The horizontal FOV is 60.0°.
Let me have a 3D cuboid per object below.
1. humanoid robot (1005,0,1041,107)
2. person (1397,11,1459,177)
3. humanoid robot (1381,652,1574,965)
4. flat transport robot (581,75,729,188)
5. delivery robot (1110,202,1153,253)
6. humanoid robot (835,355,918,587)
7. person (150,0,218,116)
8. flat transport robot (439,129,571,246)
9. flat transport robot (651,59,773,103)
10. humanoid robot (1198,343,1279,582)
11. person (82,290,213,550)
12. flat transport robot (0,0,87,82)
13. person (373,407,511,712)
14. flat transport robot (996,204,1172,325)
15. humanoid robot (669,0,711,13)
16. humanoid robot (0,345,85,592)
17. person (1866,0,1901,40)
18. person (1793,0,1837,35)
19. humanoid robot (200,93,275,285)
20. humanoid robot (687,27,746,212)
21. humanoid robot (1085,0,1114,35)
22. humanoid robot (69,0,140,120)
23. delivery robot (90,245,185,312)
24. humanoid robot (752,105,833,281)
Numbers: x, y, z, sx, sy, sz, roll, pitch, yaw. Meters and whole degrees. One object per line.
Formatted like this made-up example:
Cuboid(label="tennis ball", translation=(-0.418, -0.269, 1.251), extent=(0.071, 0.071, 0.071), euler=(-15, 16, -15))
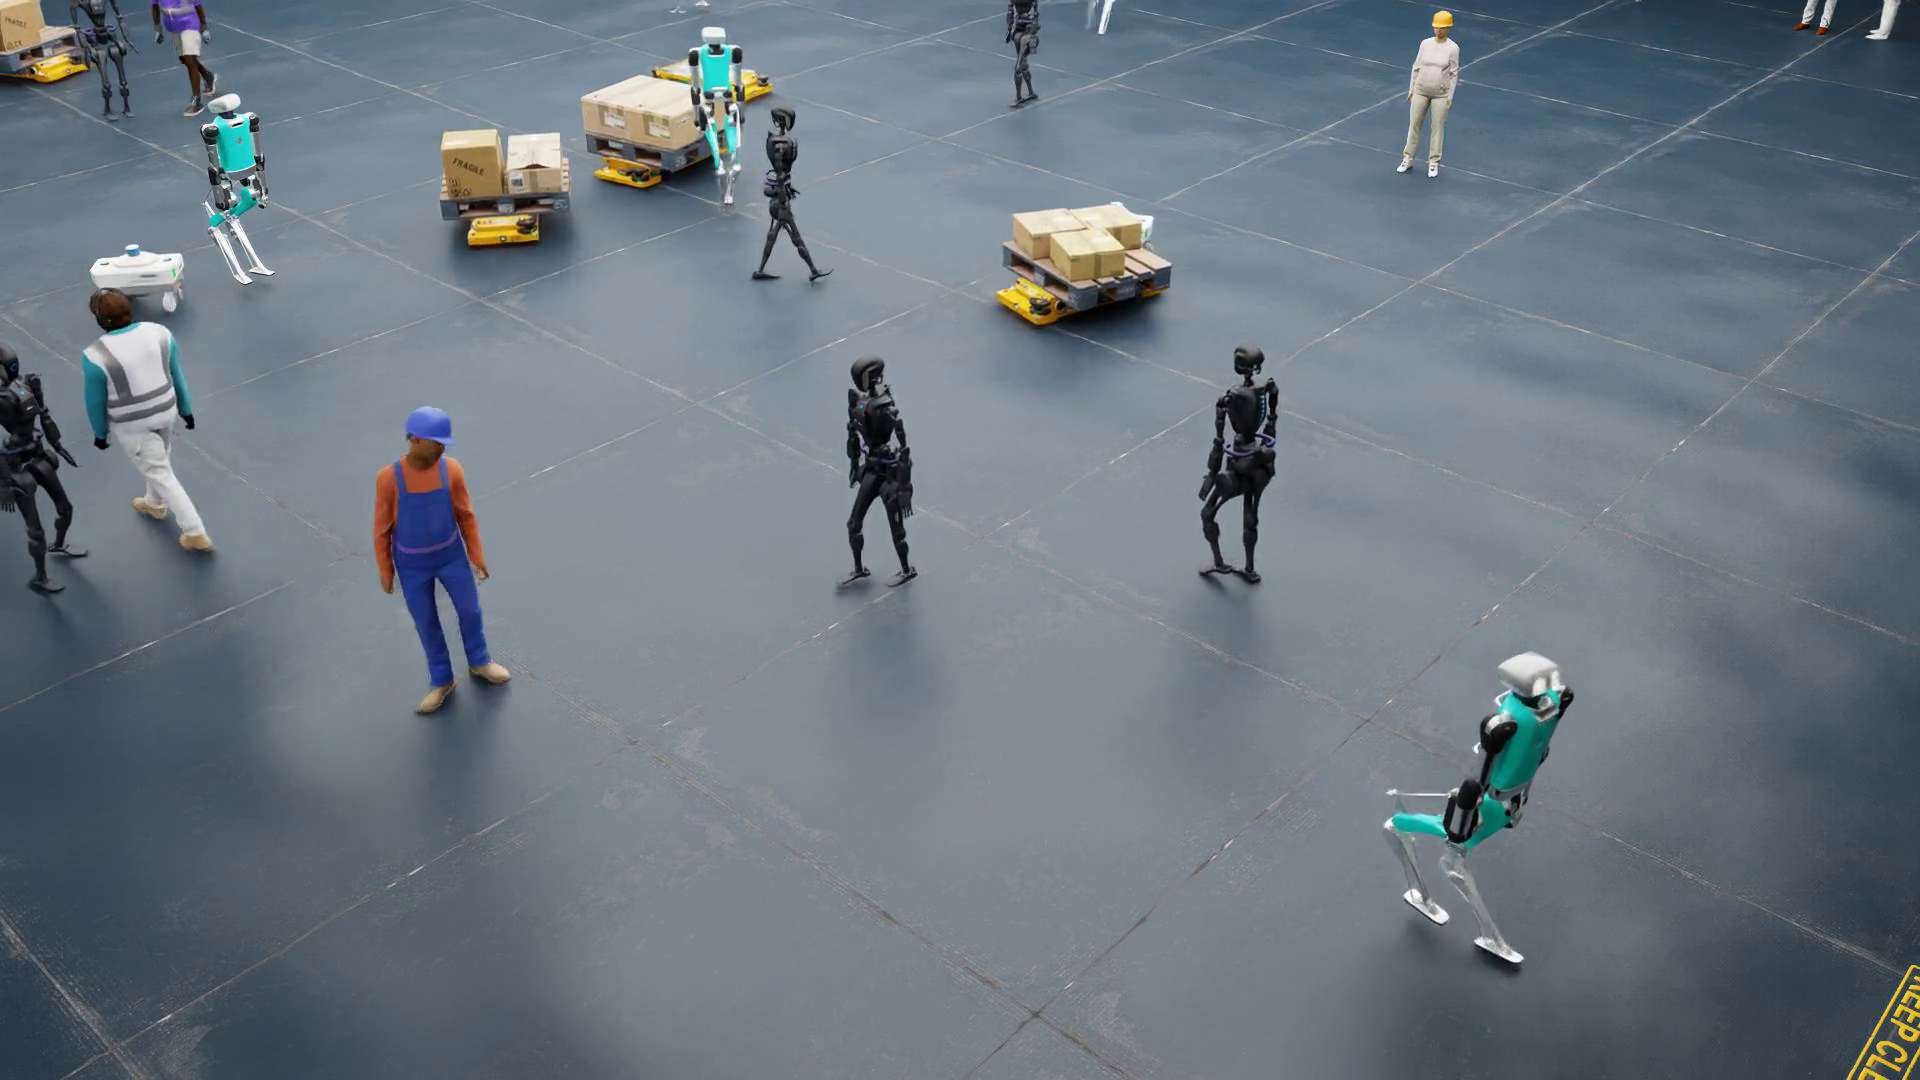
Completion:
Cuboid(label="humanoid robot", translation=(0.717, -5.906, 19.331), extent=(0.532, 1.643, 0.613), euler=(-18, 36, -27))
Cuboid(label="person", translation=(4.894, -4.631, 17.256), extent=(0.466, 1.697, 0.315), euler=(15, 35, 23))
Cuboid(label="humanoid robot", translation=(2.362, 1.203, 7.823), extent=(0.530, 1.765, 0.877), euler=(-21, 38, -30))
Cuboid(label="flat transport robot", translation=(-3.171, -4.086, 17.734), extent=(0.659, 0.231, 1.431), euler=(18, 36, 26))
Cuboid(label="delivery robot", translation=(1.410, -2.838, 15.463), extent=(0.808, 0.604, 0.499), euler=(7, 33, 11))
Cuboid(label="humanoid robot", translation=(-0.519, -0.402, 10.479), extent=(0.533, 1.640, 0.616), euler=(-25, 40, -35))
Cuboid(label="person", translation=(-8.958, -5.969, 19.202), extent=(0.600, 1.926, 0.930), euler=(4, 32, 6))
Cuboid(label="flat transport robot", translation=(-4.443, -3.267, 16.414), extent=(0.659, 0.231, 1.431), euler=(-6, 32, -10))
Cuboid(label="flat transport robot", translation=(-3.024, -5.558, 20.104), extent=(1.431, 0.231, 0.659), euler=(20, 37, 29))
Cuboid(label="humanoid robot", translation=(1.805, -0.482, 10.596), extent=(0.608, 1.645, 0.377), euler=(-22, 38, -32))
Cuboid(label="person", translation=(-5.408, -0.807, 11.020), extent=(0.975, 1.798, 0.621), euler=(17, 36, 26))
Cuboid(label="flat transport robot", translation=(-11.692, -5.941, 20.720), extent=(1.431, 0.231, 0.659), euler=(10, 33, 15))
Cuboid(label="person", translation=(-2.990, 0.098, 9.481), extent=(0.644, 1.875, 0.350), euler=(-14, 34, -21))
Cuboid(label="flat transport robot", translation=(1.093, -2.252, 14.781), extent=(1.431, 0.231, 0.659), euler=(-18, 36, -27))
Cuboid(label="humanoid robot", translation=(-3.663, -8.110, 22.835), extent=(0.871, 1.789, 0.544), euler=(9, 33, 14))
Cuboid(label="humanoid robot", translation=(-5.985, -0.500, 10.634), extent=(0.397, 1.638, 0.610), euler=(6, 32, 10))
Cuboid(label="person", translation=(12.257, -7.393, 21.760), extent=(0.311, 1.637, 0.512), euler=(21, 38, 31))
Cuboid(label="person", translation=(11.496, -7.629, 21.960), extent=(0.365, 1.831, 0.514), euler=(-24, 39, -33))
Cuboid(label="humanoid robot", translation=(-6.452, -3.116, 14.650), extent=(0.735, 1.681, 0.533), euler=(19, 37, 28))
Cuboid(label="humanoid robot", translation=(-2.318, -4.034, 16.299), extent=(0.530, 1.840, 0.696), euler=(-9, 33, -14))
Cuboid(label="humanoid robot", translation=(1.889, -7.569, 22.038), extent=(0.542, 1.882, 0.680), euler=(0, 32, 1))
Cuboid(label="humanoid robot", translation=(-9.666, -5.618, 18.864), extent=(0.360, 1.654, 0.603), euler=(27, 41, 36))
Cuboid(label="delivery robot", translation=(-7.212, -2.271, 14.558), extent=(0.785, 0.613, 0.525), euler=(-6, 32, -9))
Cuboid(label="humanoid robot", translation=(-1.529, -3.094, 14.833), extent=(0.755, 1.630, 0.612), euler=(0, 32, -1))
